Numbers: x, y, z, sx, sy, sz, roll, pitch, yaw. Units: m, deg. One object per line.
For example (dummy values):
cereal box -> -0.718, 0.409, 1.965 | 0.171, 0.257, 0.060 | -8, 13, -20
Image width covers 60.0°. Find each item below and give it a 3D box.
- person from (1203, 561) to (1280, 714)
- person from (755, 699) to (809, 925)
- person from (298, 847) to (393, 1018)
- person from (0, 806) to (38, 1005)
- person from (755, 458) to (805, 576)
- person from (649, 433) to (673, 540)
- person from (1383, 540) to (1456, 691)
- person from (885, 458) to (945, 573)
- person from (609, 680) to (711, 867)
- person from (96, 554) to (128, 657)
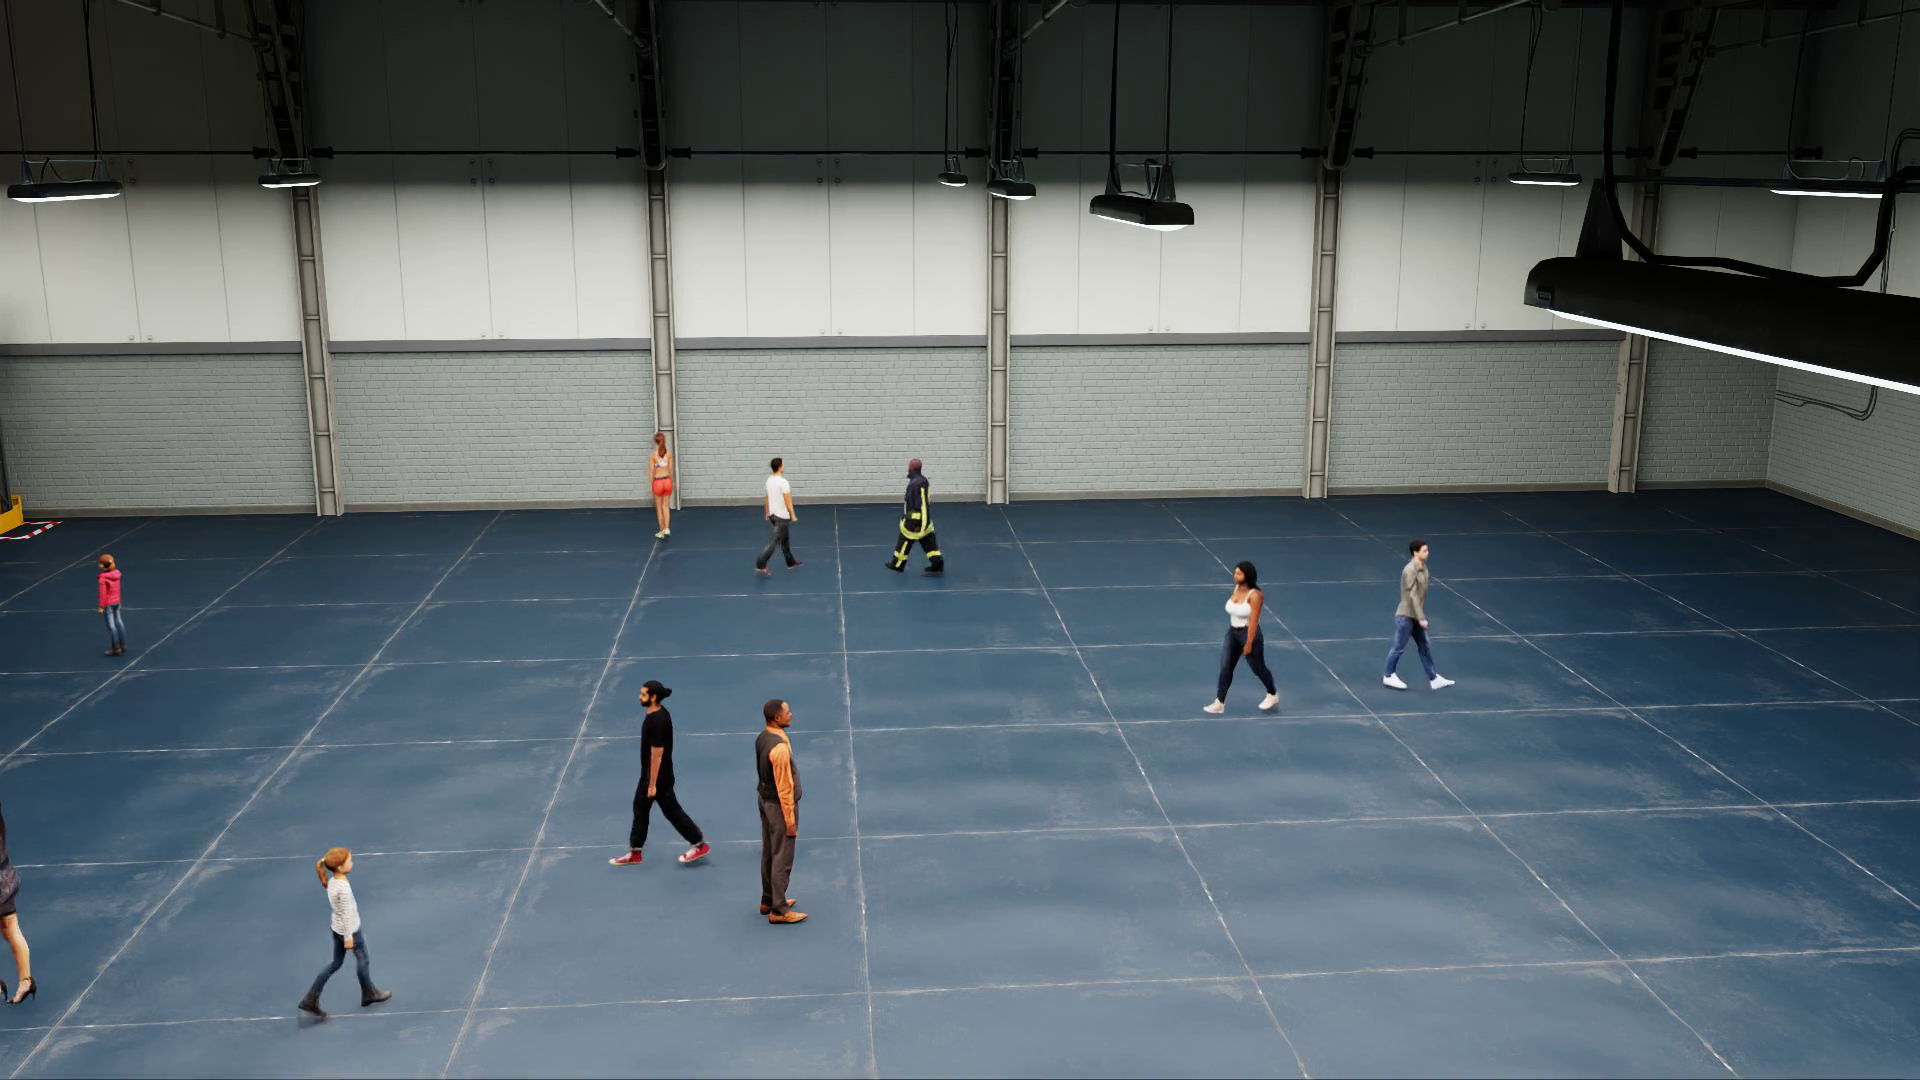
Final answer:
person -> 3.338, 1.135, 18.939 | 1.292, 1.764, 0.980 | -7, 15, -27
person -> -1.527, 2.241, 13.848 | 0.725, 1.908, 0.763 | -6, 14, -24
person -> -4.617, 2.916, 12.296 | 0.946, 1.293, 0.780 | -10, 16, -37
person -> -7.084, 2.645, 12.403 | 0.696, 1.771, 0.661 | -3, 13, -14
person -> -2.816, -0.327, 25.245 | 1.257, 1.768, 1.066 | -10, 17, -38
person -> -4.959, -0.887, 27.632 | 0.778, 1.783, 0.821 | -9, 16, -33
person -> 5.280, 0.907, 19.797 | 1.193, 1.822, 1.138 | 11, 17, 39
person -> -0.552, -0.332, 25.237 | 1.315, 1.781, 1.126 | 6, 14, 24
person -> -2.607, 2.106, 14.841 | 1.183, 1.722, 0.804 | -4, 14, -16
person -> -10.852, 0.822, 21.281 | 0.561, 1.318, 0.557 | 2, 13, 7
